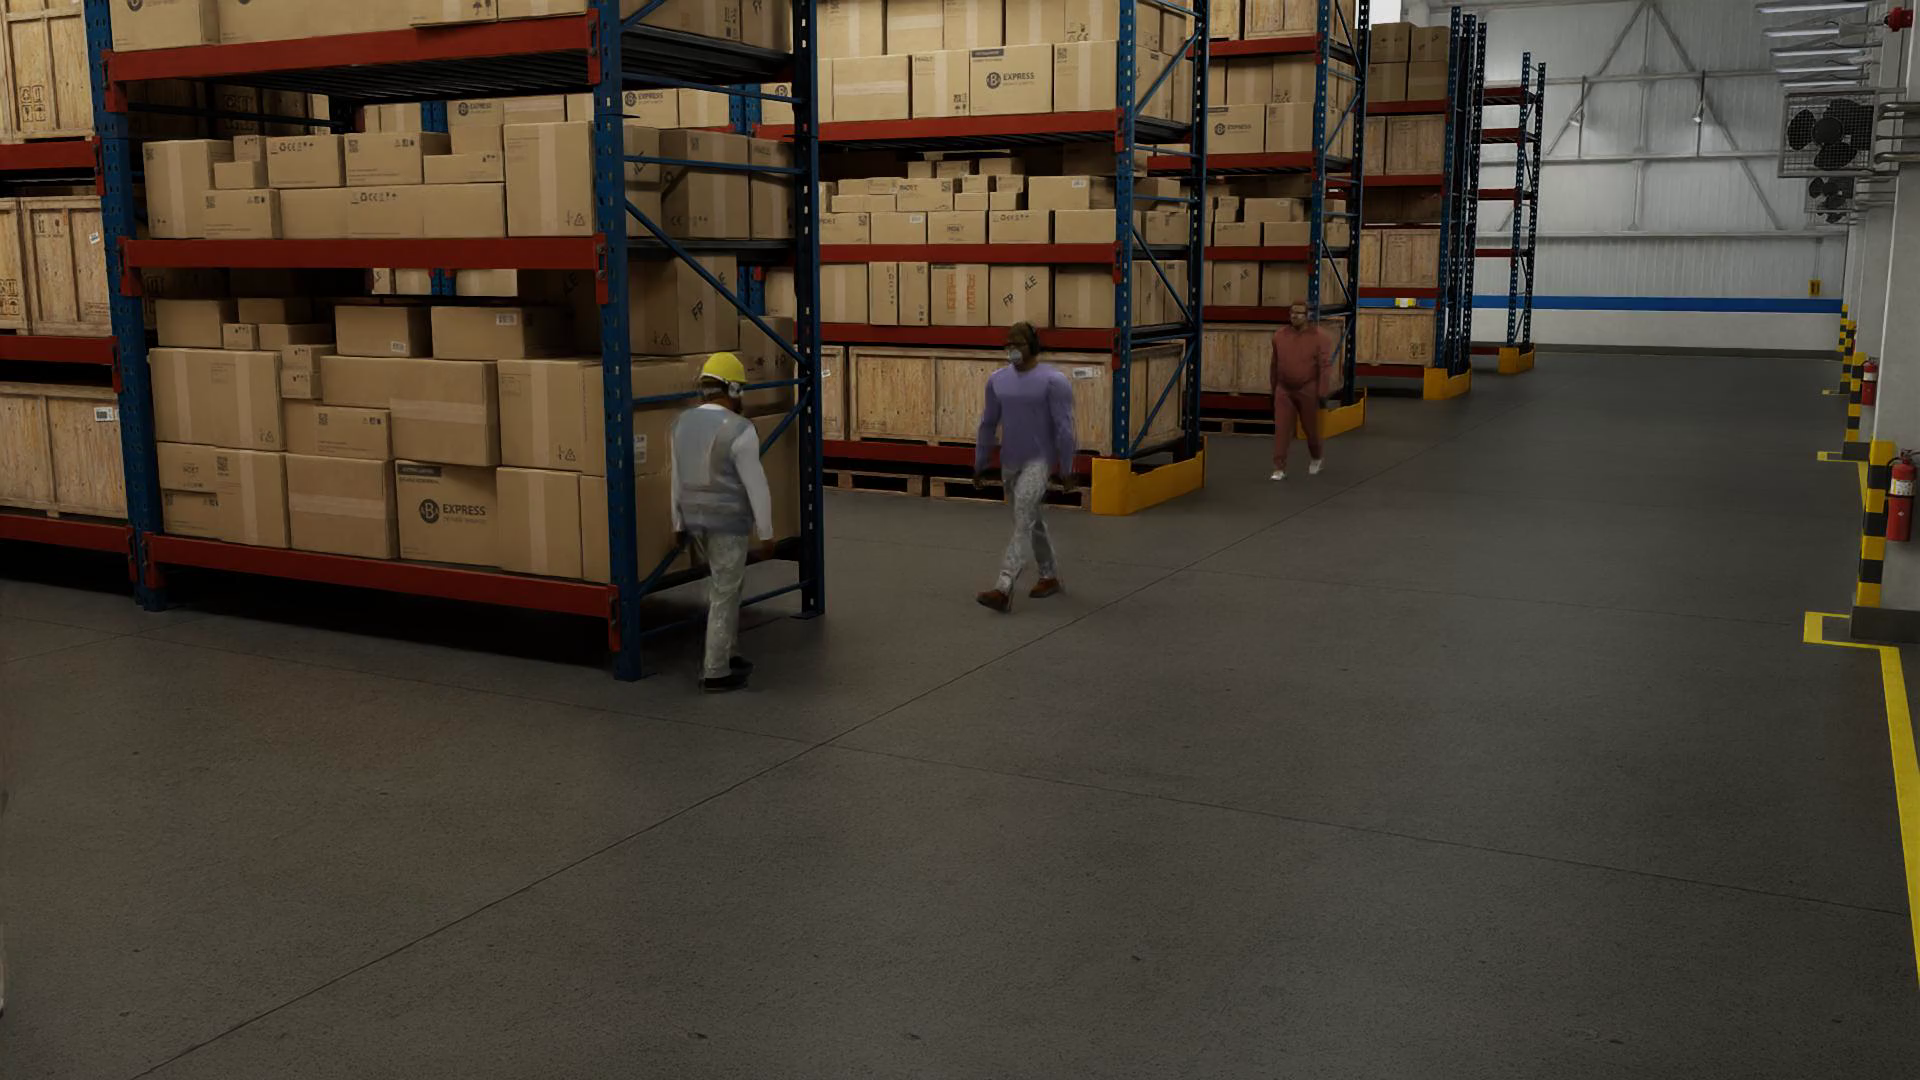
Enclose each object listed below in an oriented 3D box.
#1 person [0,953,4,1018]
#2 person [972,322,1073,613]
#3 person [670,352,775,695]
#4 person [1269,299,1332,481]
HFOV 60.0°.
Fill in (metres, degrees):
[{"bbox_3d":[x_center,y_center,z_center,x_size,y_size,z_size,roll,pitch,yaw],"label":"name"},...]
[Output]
[{"bbox_3d":[-3.054,0.704,4.794,0.629,1.616,0.510,2,10,9],"label":"person"},{"bbox_3d":[0.393,-0.489,10.968,0.655,1.881,1.039,7,12,36],"label":"person"},{"bbox_3d":[-1.216,-0.097,8.893,0.631,1.805,0.595,8,13,40],"label":"person"},{"bbox_3d":[3.545,-1.573,17.301,0.659,1.873,0.937,5,11,28],"label":"person"}]
